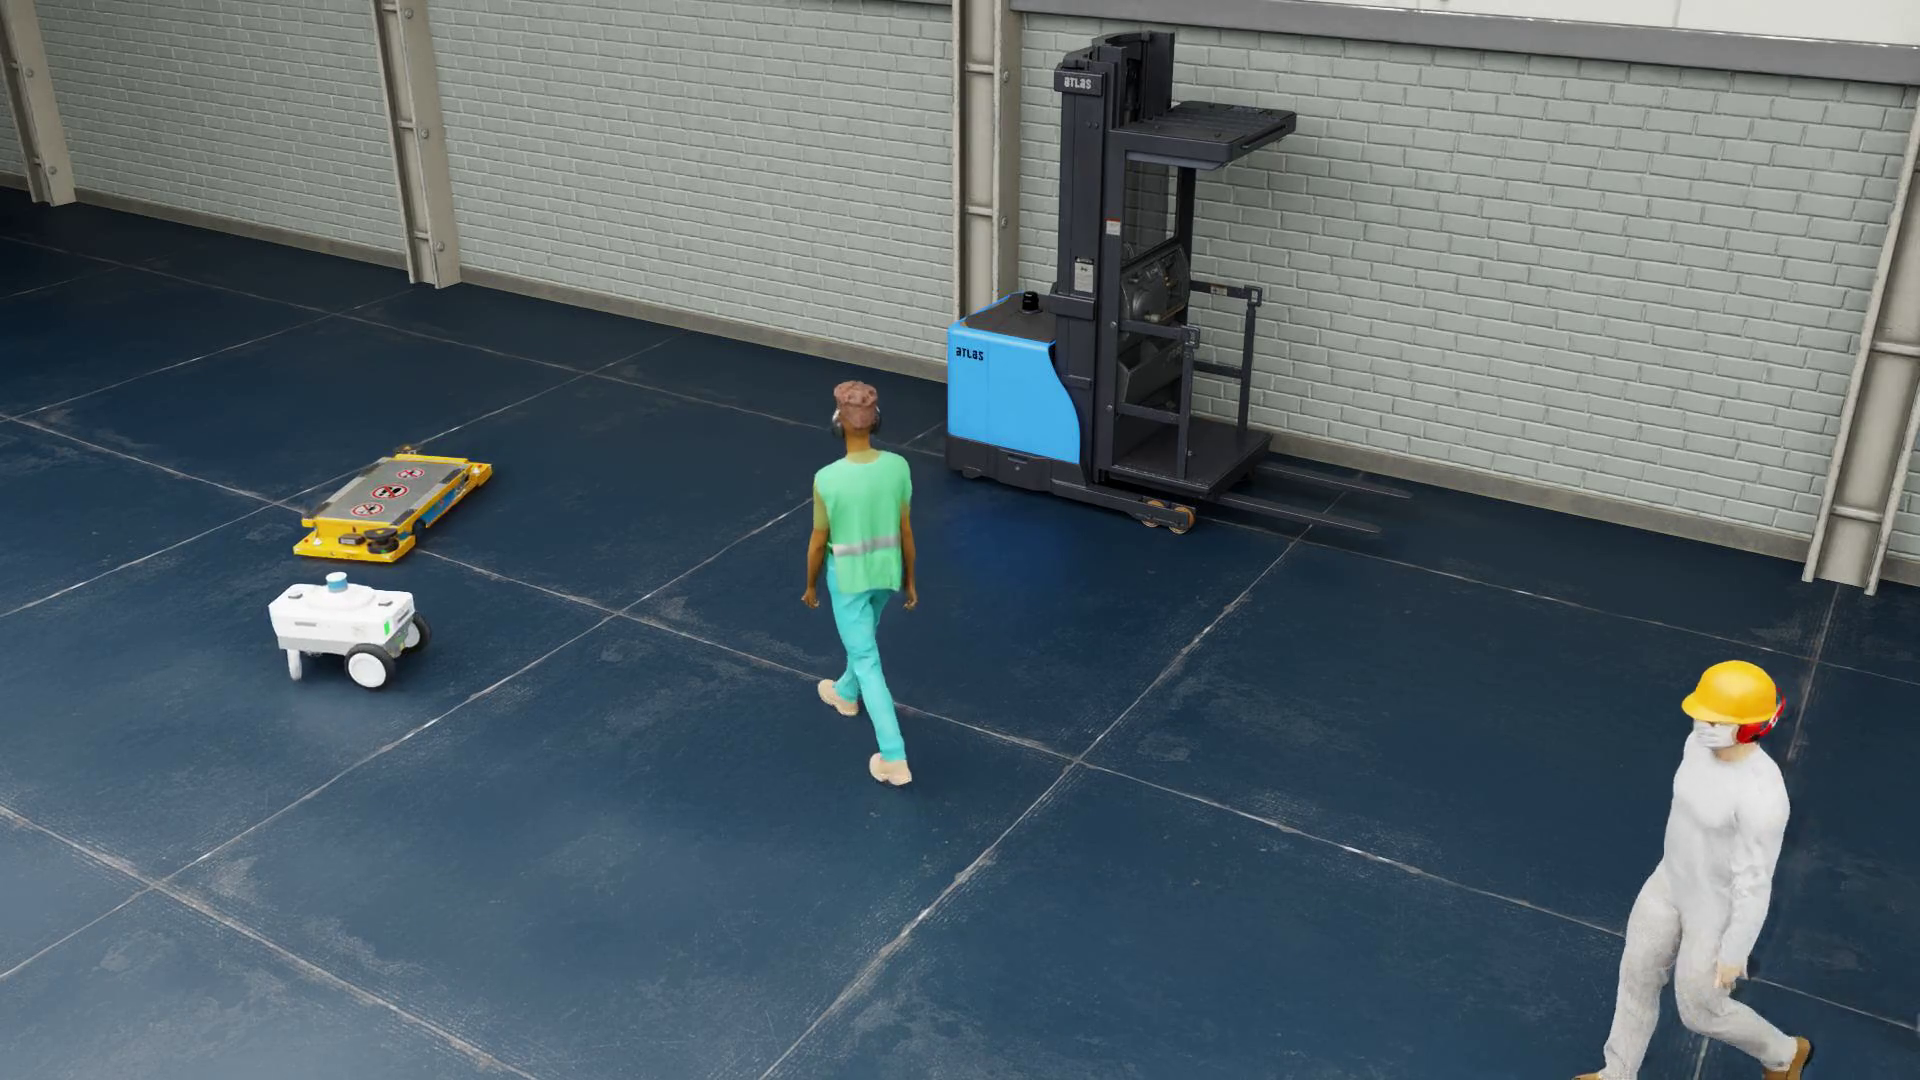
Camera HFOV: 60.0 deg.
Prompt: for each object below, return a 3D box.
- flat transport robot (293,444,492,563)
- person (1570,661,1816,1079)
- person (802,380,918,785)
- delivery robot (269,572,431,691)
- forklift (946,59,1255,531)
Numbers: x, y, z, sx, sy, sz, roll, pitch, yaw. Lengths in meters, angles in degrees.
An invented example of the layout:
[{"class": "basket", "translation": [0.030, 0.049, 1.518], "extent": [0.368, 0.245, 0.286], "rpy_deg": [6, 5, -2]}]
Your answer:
[{"class": "flat transport robot", "translation": [-3.649, -0.246, 10.779], "extent": [0.659, 0.231, 1.431], "rpy_deg": [4, 26, 9]}, {"class": "person", "translation": [2.654, 1.239, 5.776], "extent": [0.785, 1.867, 0.566], "rpy_deg": [-3, 26, -7]}, {"class": "person", "translation": [-0.466, 0.172, 7.969], "extent": [0.500, 1.923, 1.054], "rpy_deg": [-15, 29, -29]}, {"class": "delivery robot", "translation": [-3.287, 0.457, 8.943], "extent": [0.754, 0.583, 0.499], "rpy_deg": [4, 26, 9]}, {"class": "forklift", "translation": [0.933, -1.707, 10.833], "extent": [1.873, 2.768, 1.129], "rpy_deg": [15, 29, 28]}]
